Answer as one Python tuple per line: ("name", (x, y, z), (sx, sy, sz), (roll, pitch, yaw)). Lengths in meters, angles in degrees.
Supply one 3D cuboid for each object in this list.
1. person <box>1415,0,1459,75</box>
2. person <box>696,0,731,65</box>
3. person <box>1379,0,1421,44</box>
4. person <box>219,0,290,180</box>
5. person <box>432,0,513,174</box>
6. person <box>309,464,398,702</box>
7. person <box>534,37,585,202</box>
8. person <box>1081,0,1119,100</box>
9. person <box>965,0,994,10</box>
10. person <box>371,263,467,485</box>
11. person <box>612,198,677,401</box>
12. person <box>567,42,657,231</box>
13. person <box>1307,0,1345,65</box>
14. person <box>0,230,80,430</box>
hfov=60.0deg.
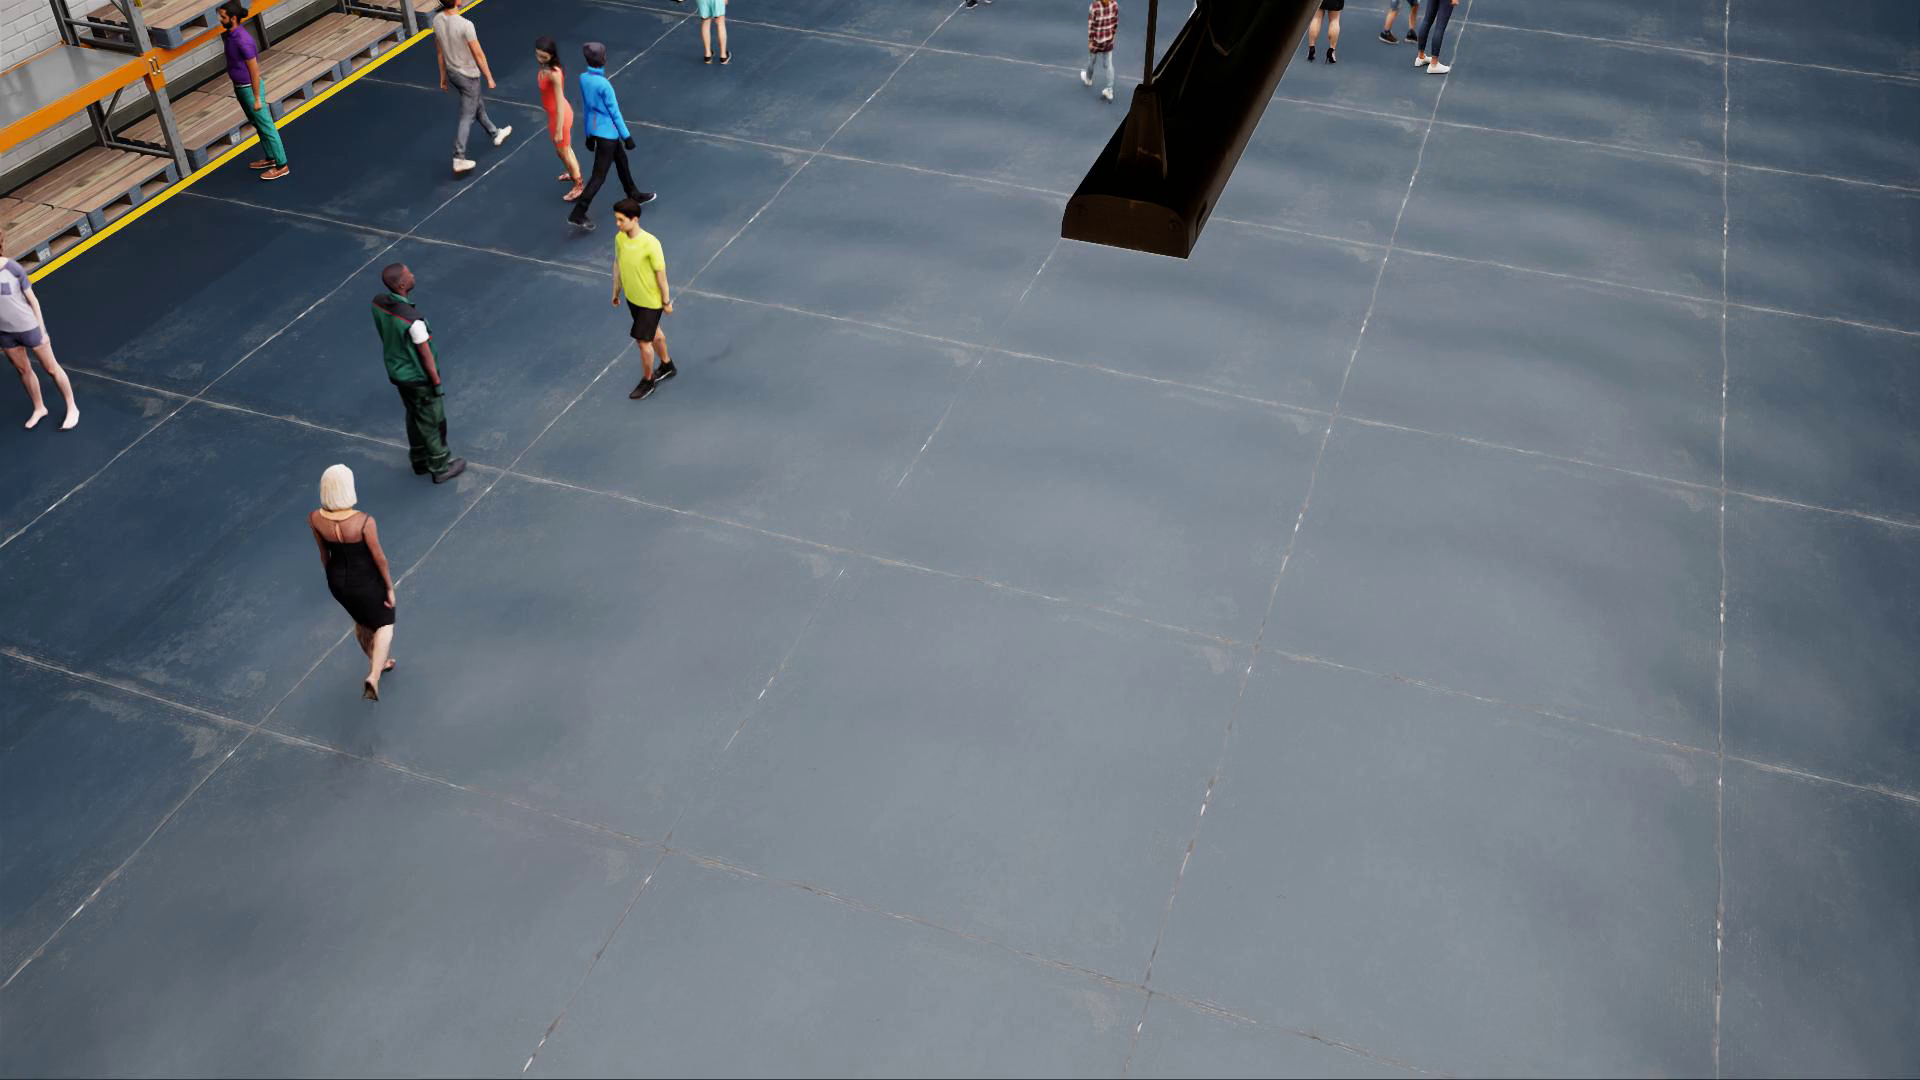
("person", (5.383, -6.141, 18.577), (0.726, 1.808, 0.659), (-15, 41, -18))
("person", (-2.830, -6.181, 18.828), (0.611, 1.558, 0.625), (0, 39, 1))
("person", (5.126, -6.485, 19.313), (0.755, 1.428, 0.766), (32, 48, 34))
("person", (-7.042, -4.484, 16.535), (0.746, 1.768, 0.724), (-27, 46, -29))
("person", (-4.985, -4.567, 16.579), (0.830, 1.843, 1.289), (20, 43, 23))
("person", (-3.836, 0.342, 10.525), (0.749, 1.727, 0.895), (3, 39, 3))
("person", (-3.850, -4.096, 16.116), (0.870, 1.685, 0.825), (-9, 39, -11))
("person", (1.577, -5.435, 18.124), (0.868, 1.270, 0.972), (-12, 40, -14))
("person", (0.348, -7.384, 20.222), (0.584, 1.698, 0.894), (9, 40, 11))
("person", (-4.075, -1.245, 12.421), (0.752, 1.839, 0.721), (27, 46, 29))
("person", (-2.511, -2.024, 13.521), (0.789, 1.686, 0.907), (28, 46, 31))
("person", (-3.421, -3.756, 15.633), (1.287, 1.756, 1.062), (-25, 45, -28))
("person", (4.175, -6.242, 18.778), (0.663, 1.716, 0.597), (15, 41, 18))
("person", (-7.354, -1.668, 13.011), (0.644, 1.766, 0.638), (1, 39, 2))
